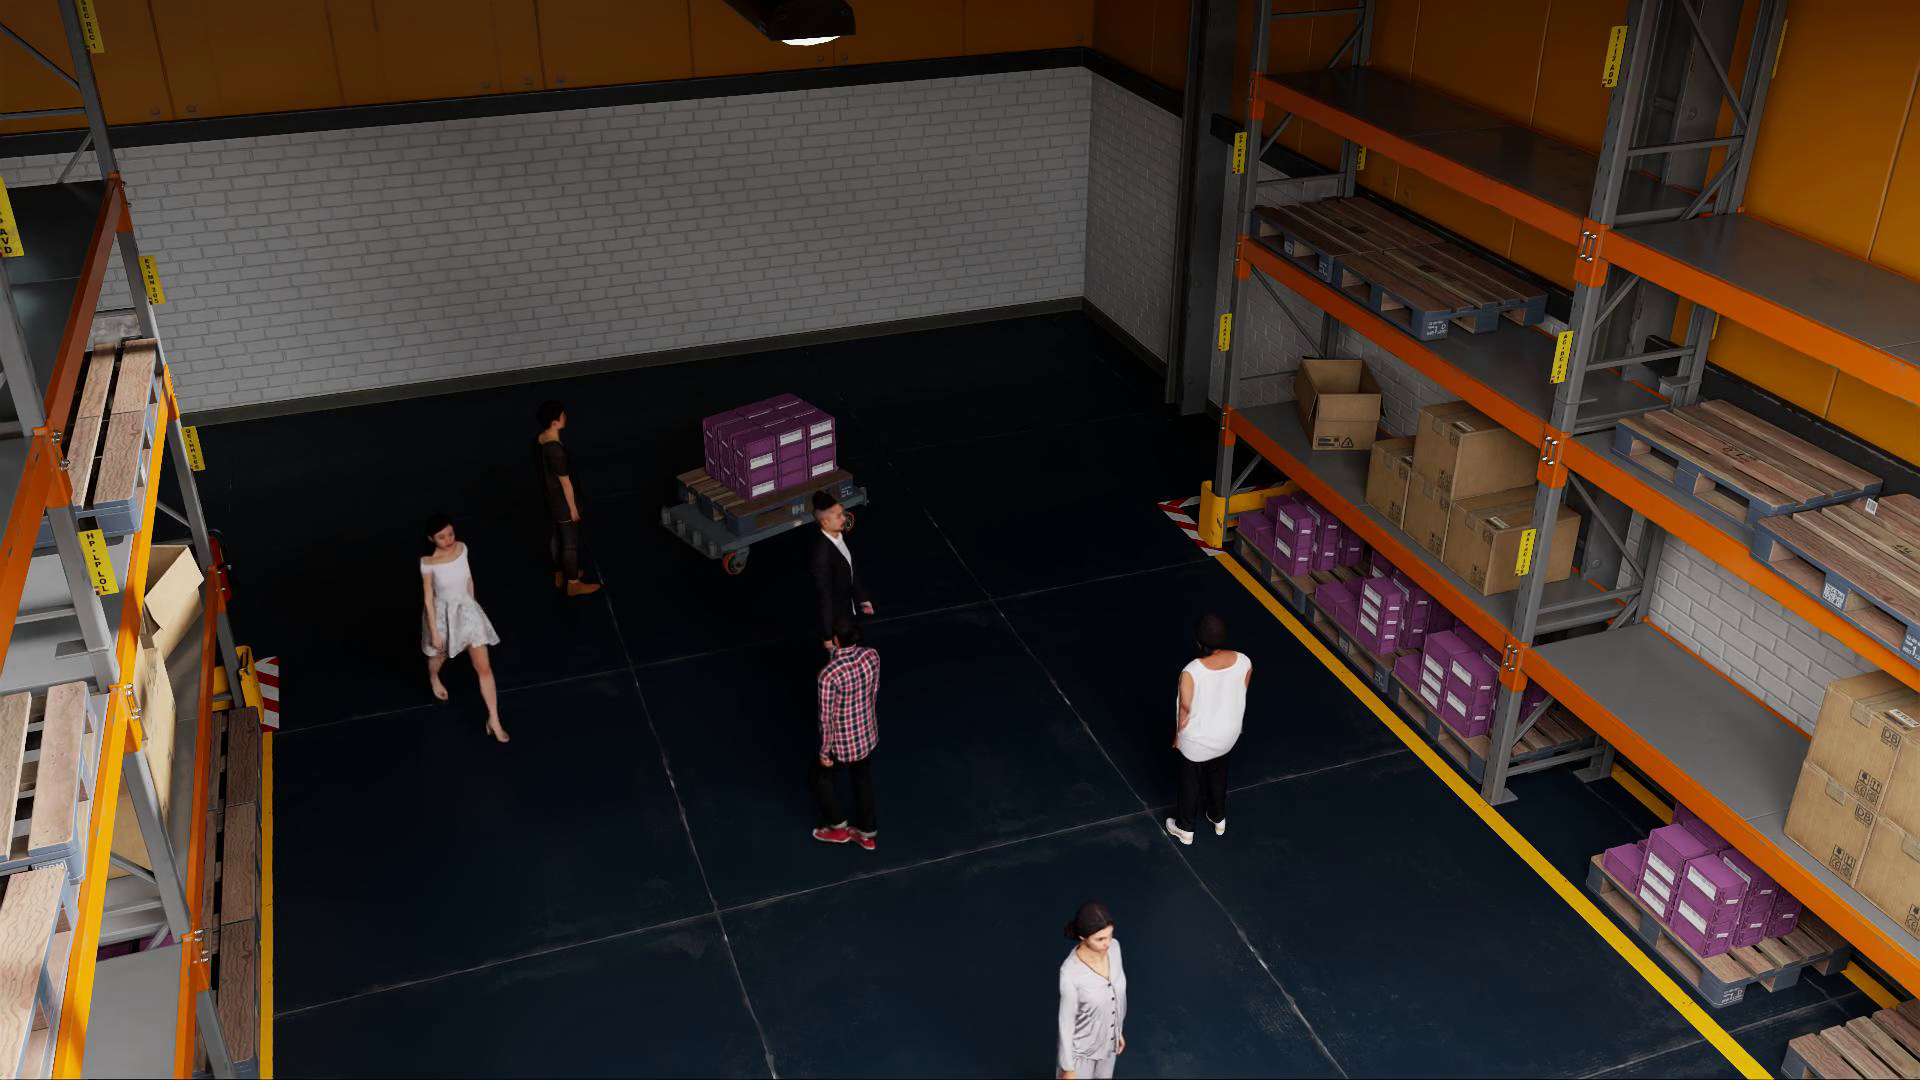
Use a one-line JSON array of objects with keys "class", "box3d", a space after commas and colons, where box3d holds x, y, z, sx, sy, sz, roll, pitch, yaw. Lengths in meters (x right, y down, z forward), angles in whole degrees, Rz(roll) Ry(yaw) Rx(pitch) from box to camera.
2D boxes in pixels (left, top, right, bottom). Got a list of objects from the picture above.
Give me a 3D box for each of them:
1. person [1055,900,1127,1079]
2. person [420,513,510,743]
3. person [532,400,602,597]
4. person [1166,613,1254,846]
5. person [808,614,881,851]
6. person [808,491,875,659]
[{"class": "person", "box3d": [0.631, 2.505, 8.309, 0.665, 1.773, 0.664, 25, 38, 38]}, {"class": "person", "box3d": [-3.677, 0.590, 11.875, 1.275, 1.719, 0.964, 24, 37, 37]}, {"class": "person", "box3d": [-3.272, -0.351, 13.602, 0.742, 1.717, 0.594, -20, 34, -32]}, {"class": "person", "box3d": [1.587, 1.206, 10.778, 0.646, 1.688, 0.582, -10, 30, -18]}, {"class": "person", "box3d": [-0.667, 1.272, 10.592, 0.838, 1.750, 0.834, 24, 37, 37]}, {"class": "person", "box3d": [-0.939, 0.495, 11.812, 0.901, 1.947, 0.774, 4, 29, 7]}]
